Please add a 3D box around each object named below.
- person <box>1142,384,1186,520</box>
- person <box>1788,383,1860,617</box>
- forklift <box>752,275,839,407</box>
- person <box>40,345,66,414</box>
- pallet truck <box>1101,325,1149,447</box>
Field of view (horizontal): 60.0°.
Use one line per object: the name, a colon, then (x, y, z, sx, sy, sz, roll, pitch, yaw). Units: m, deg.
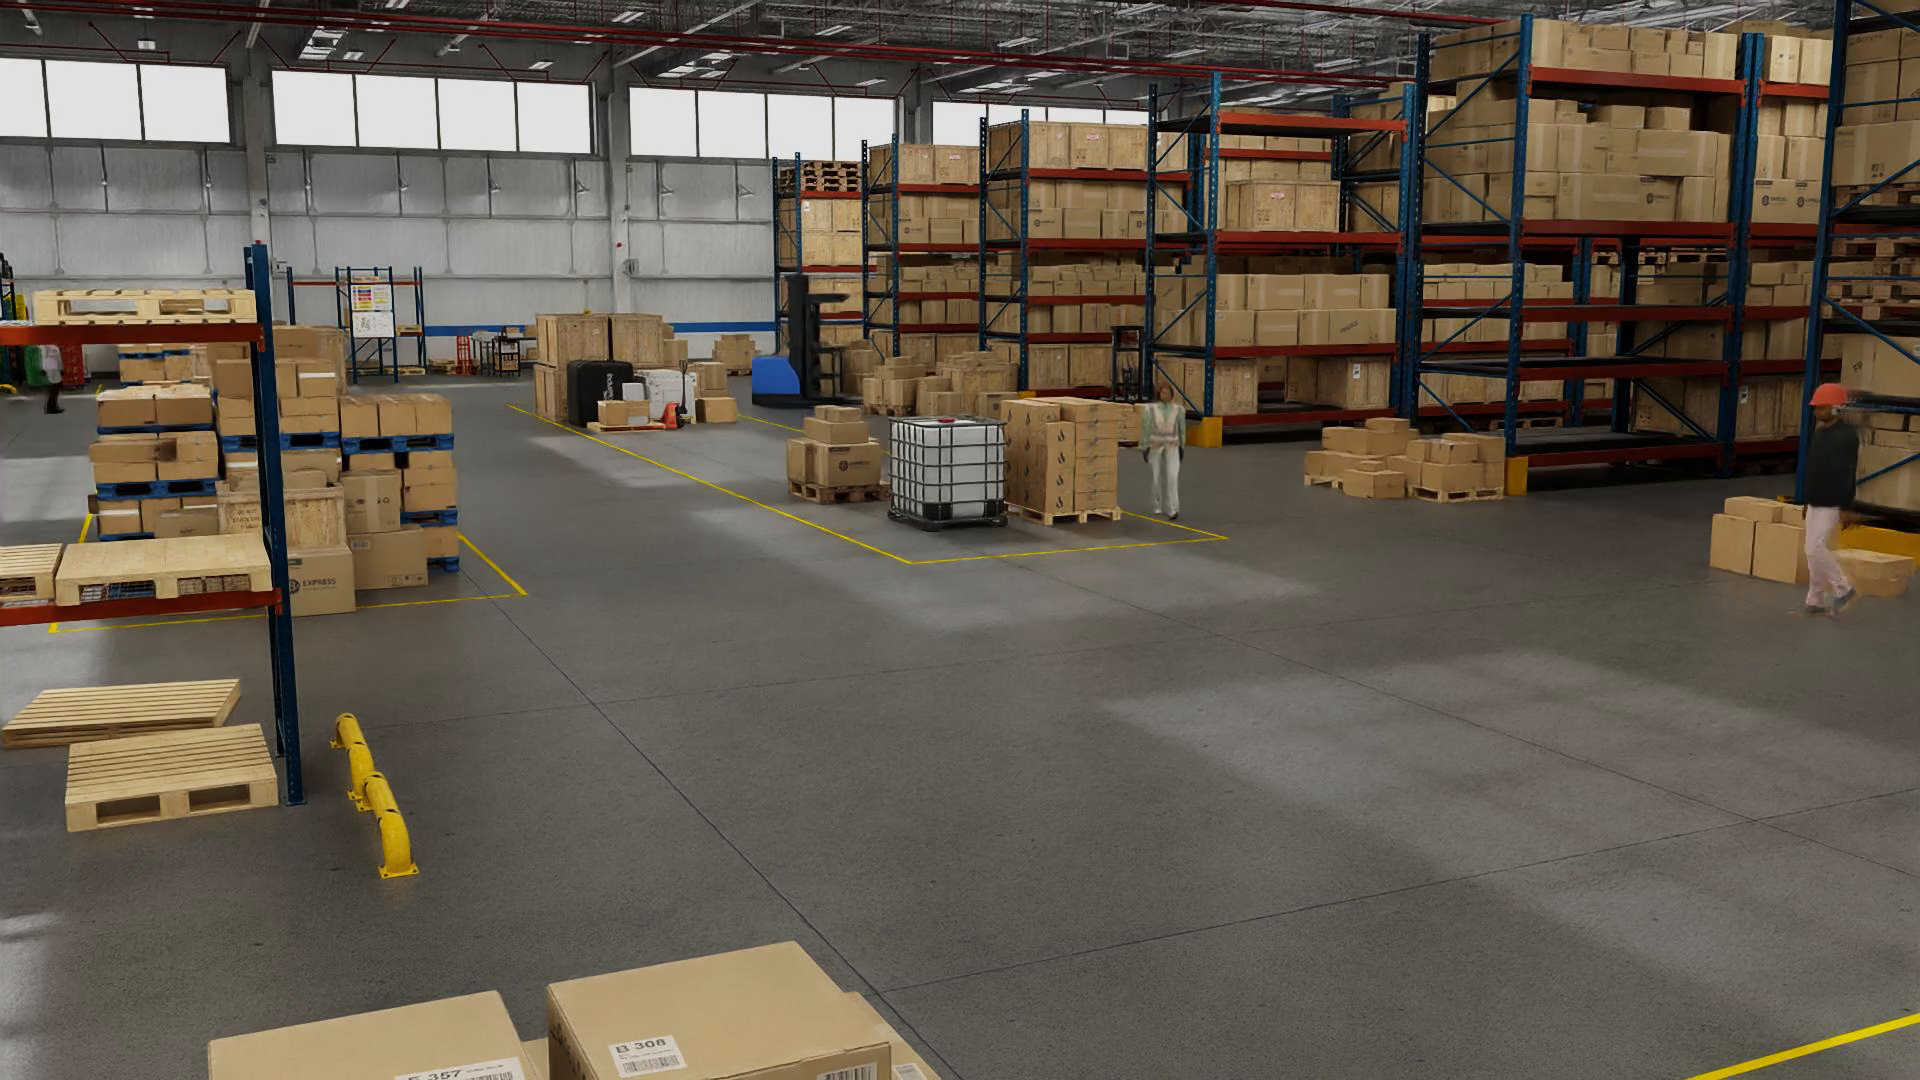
person: (2.396, -1.047, 19.574, 0.521, 1.586, 0.892, 0, 9, 2)
person: (7.176, -0.315, 13.812, 0.434, 1.977, 0.624, 0, 9, 3)
forklift: (-3.455, -4.255, 35.486, 1.873, 2.768, 1.129, 1, 9, 5)
person: (-18.475, -3.533, 33.958, 0.557, 1.917, 0.557, 9, 13, 43)
pallet truck: (2.881, -2.596, 27.923, 0.823, 1.965, 1.885, -1, 9, -7)
